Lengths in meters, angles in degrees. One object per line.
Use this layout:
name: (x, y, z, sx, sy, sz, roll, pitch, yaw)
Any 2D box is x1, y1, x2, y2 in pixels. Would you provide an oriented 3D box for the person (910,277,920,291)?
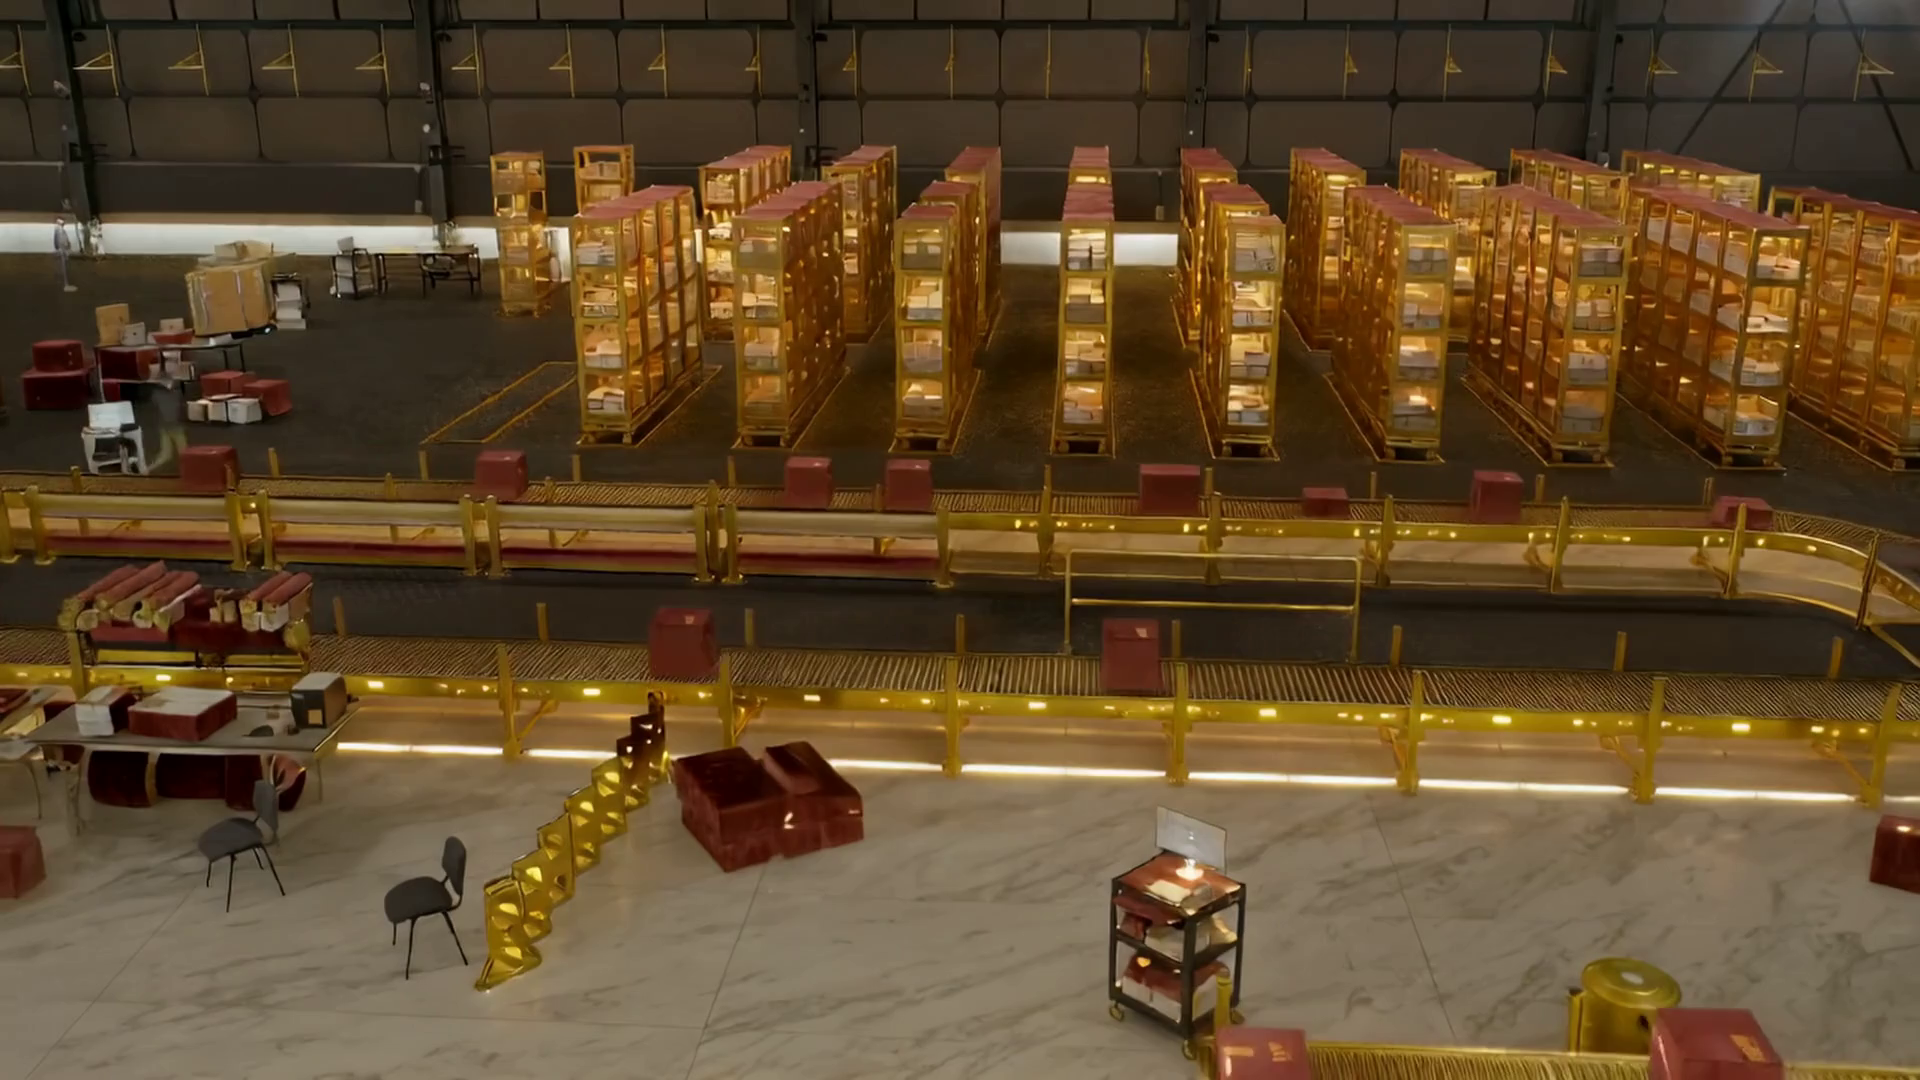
person: (-0.725, -4.305, 31.954, 0.393, 1.992, 0.622, 15, 23, 39)

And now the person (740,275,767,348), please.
person: (-4.064, -4.763, 33.723, 0.800, 1.804, 0.590, 1, 18, 3)

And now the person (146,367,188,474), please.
person: (-11.406, -1.628, 23.880, 0.642, 1.750, 0.529, 4, 18, 12)

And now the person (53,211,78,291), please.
person: (-22.067, -7.109, 40.945, 0.401, 1.939, 0.602, -8, 19, -25)
